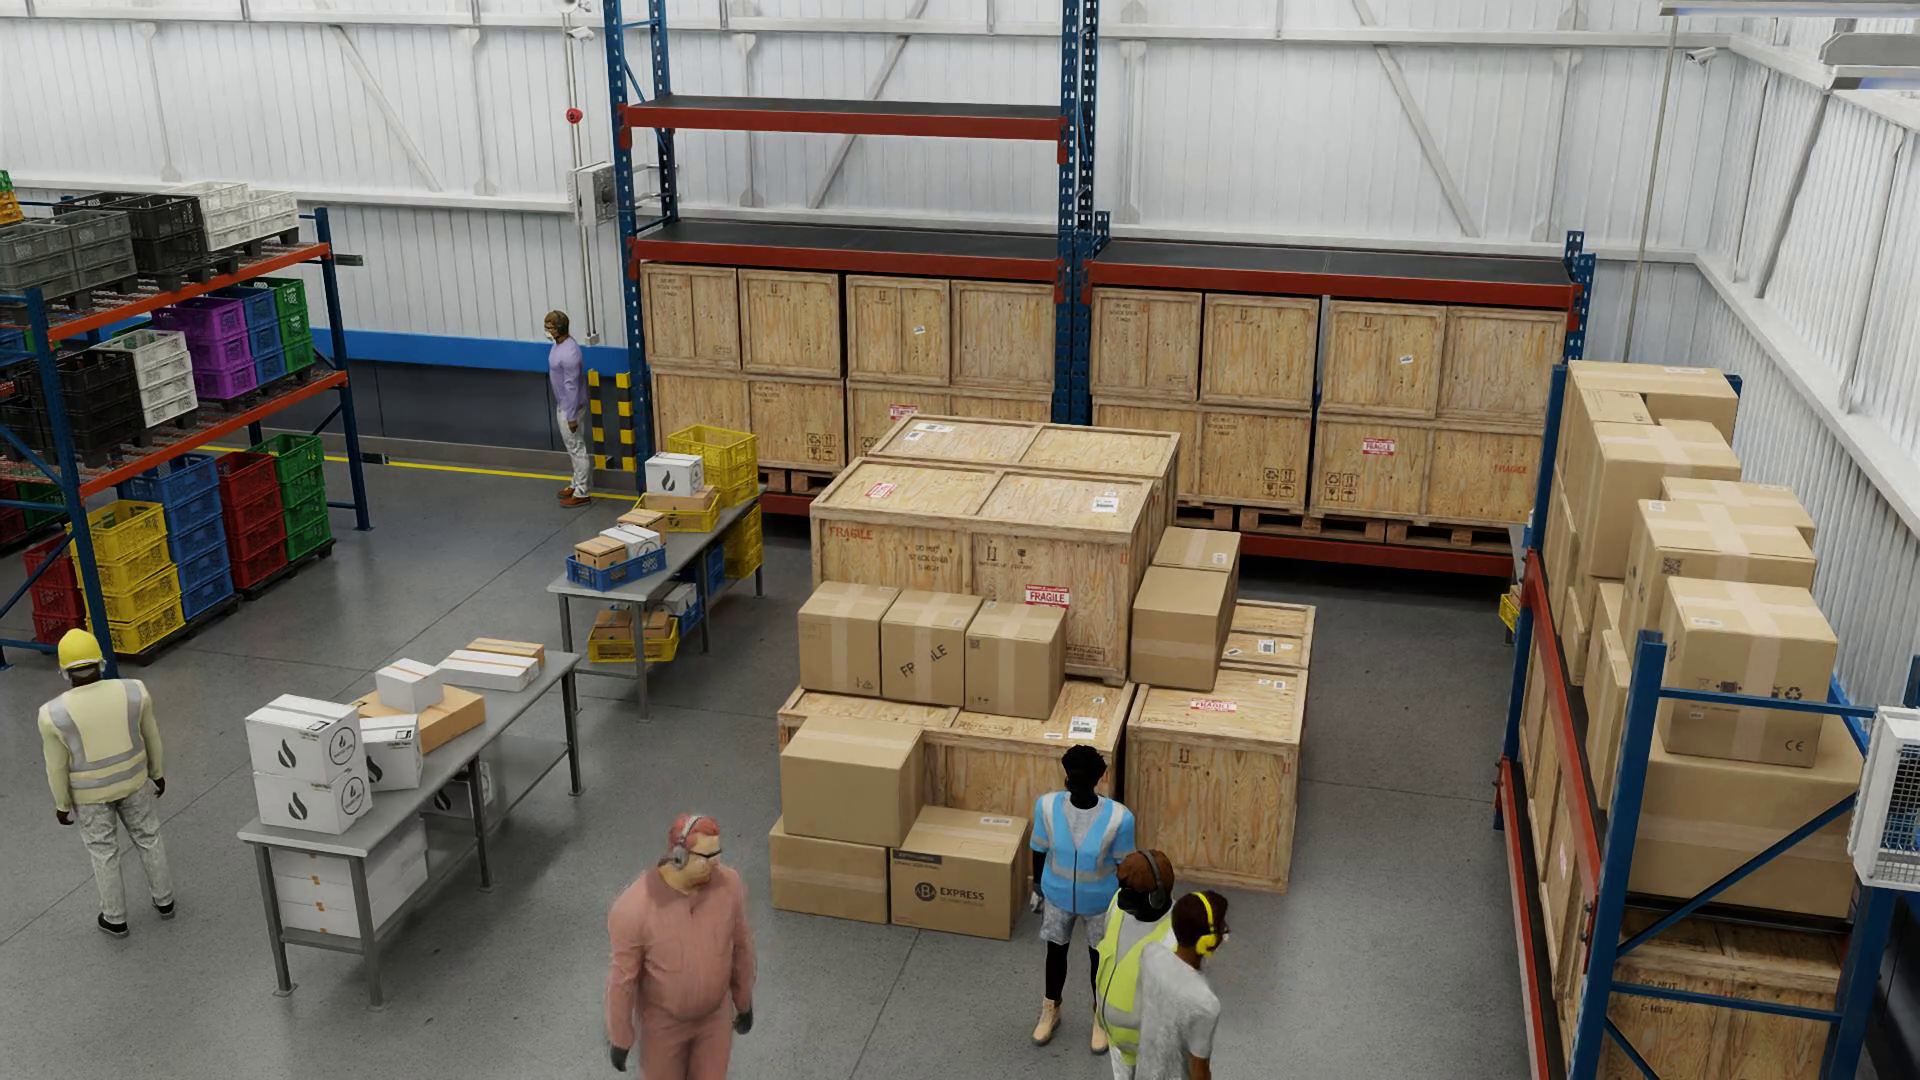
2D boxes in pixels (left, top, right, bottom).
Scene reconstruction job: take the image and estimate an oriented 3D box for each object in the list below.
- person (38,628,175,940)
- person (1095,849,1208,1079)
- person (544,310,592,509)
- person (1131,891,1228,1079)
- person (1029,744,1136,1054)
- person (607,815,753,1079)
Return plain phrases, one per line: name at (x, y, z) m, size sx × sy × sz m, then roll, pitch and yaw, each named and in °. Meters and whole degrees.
person at (-4.764, 1.353, 9.299) m, size 0.600 × 1.827 × 0.404 m, roll -19°, pitch 28°, yaw -41°
person at (0.794, 2.152, 7.213) m, size 0.431 × 1.836 × 0.619 m, roll -10°, pitch 23°, yaw -24°
person at (-3.770, -1.272, 16.033) m, size 0.374 × 1.933 × 0.625 m, roll -7°, pitch 22°, yaw -19°
person at (0.878, 2.276, 6.871) m, size 0.383 × 1.851 × 0.551 m, roll -12°, pitch 24°, yaw -28°
person at (0.600, 1.790, 8.340) m, size 0.539 × 1.696 × 0.317 m, roll 6°, pitch 22°, yaw 15°
person at (-1.241, 2.072, 7.373) m, size 0.702 × 1.867 × 0.619 m, roll -13°, pitch 25°, yaw -31°
